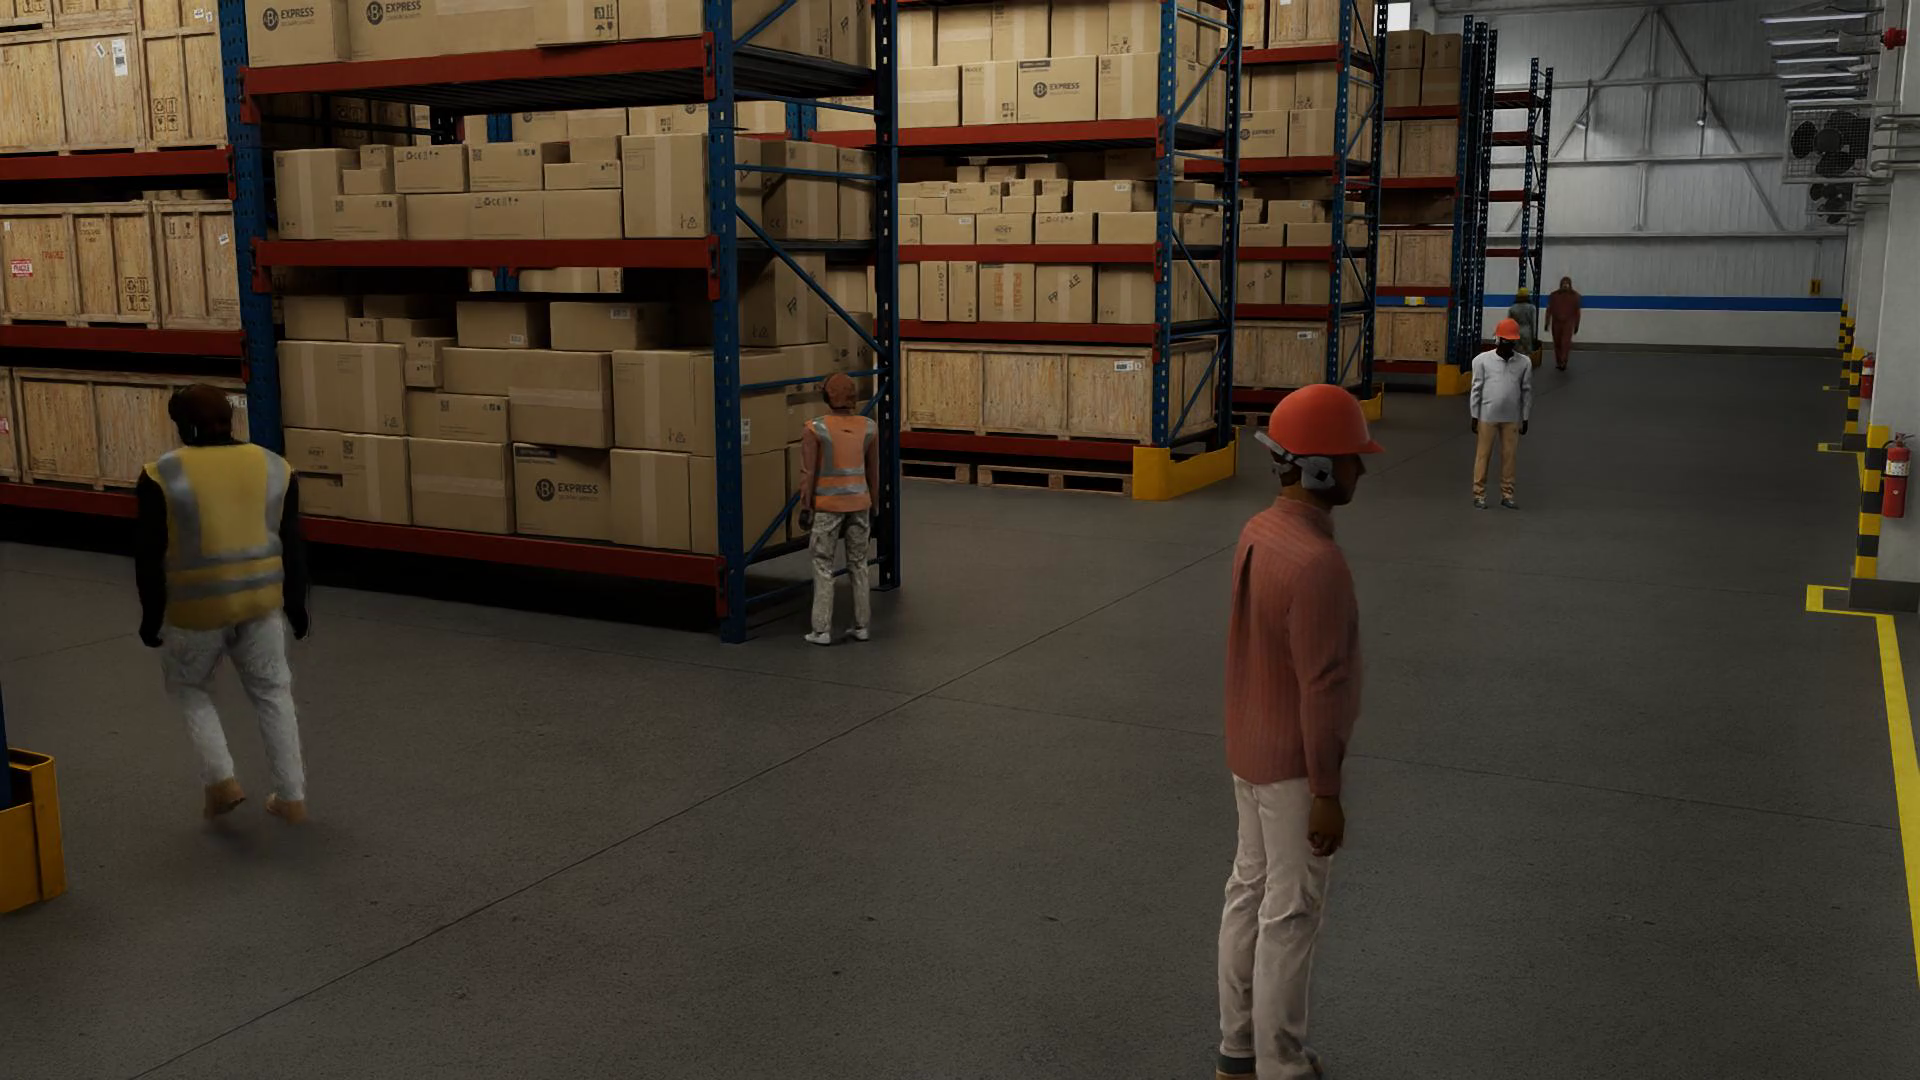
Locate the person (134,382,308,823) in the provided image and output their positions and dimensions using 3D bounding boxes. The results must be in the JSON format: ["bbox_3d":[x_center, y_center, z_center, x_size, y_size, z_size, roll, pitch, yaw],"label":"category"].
[{"bbox_3d":[-2.964,0.277,6.715,0.483,1.817,0.647,9,14,43],"label":"person"}]

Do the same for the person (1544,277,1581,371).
[{"bbox_3d":[12.060,-4.326,33.260,0.635,1.862,0.952,6,11,31],"label":"person"}]

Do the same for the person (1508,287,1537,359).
[{"bbox_3d":[10.044,-3.658,29.731,0.507,1.723,0.592,5,11,26],"label":"person"}]

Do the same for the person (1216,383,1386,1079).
[{"bbox_3d":[0.903,0.579,4.456,0.395,1.994,0.612,-1,10,-8],"label":"person"}]

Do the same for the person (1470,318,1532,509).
[{"bbox_3d":[4.929,-1.142,15.151,0.563,1.743,0.348,0,10,1],"label":"person"}]

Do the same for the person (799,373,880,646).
[{"bbox_3d":[-0.707,-0.181,9.920,0.524,1.630,0.313,-6,11,-30],"label":"person"}]
